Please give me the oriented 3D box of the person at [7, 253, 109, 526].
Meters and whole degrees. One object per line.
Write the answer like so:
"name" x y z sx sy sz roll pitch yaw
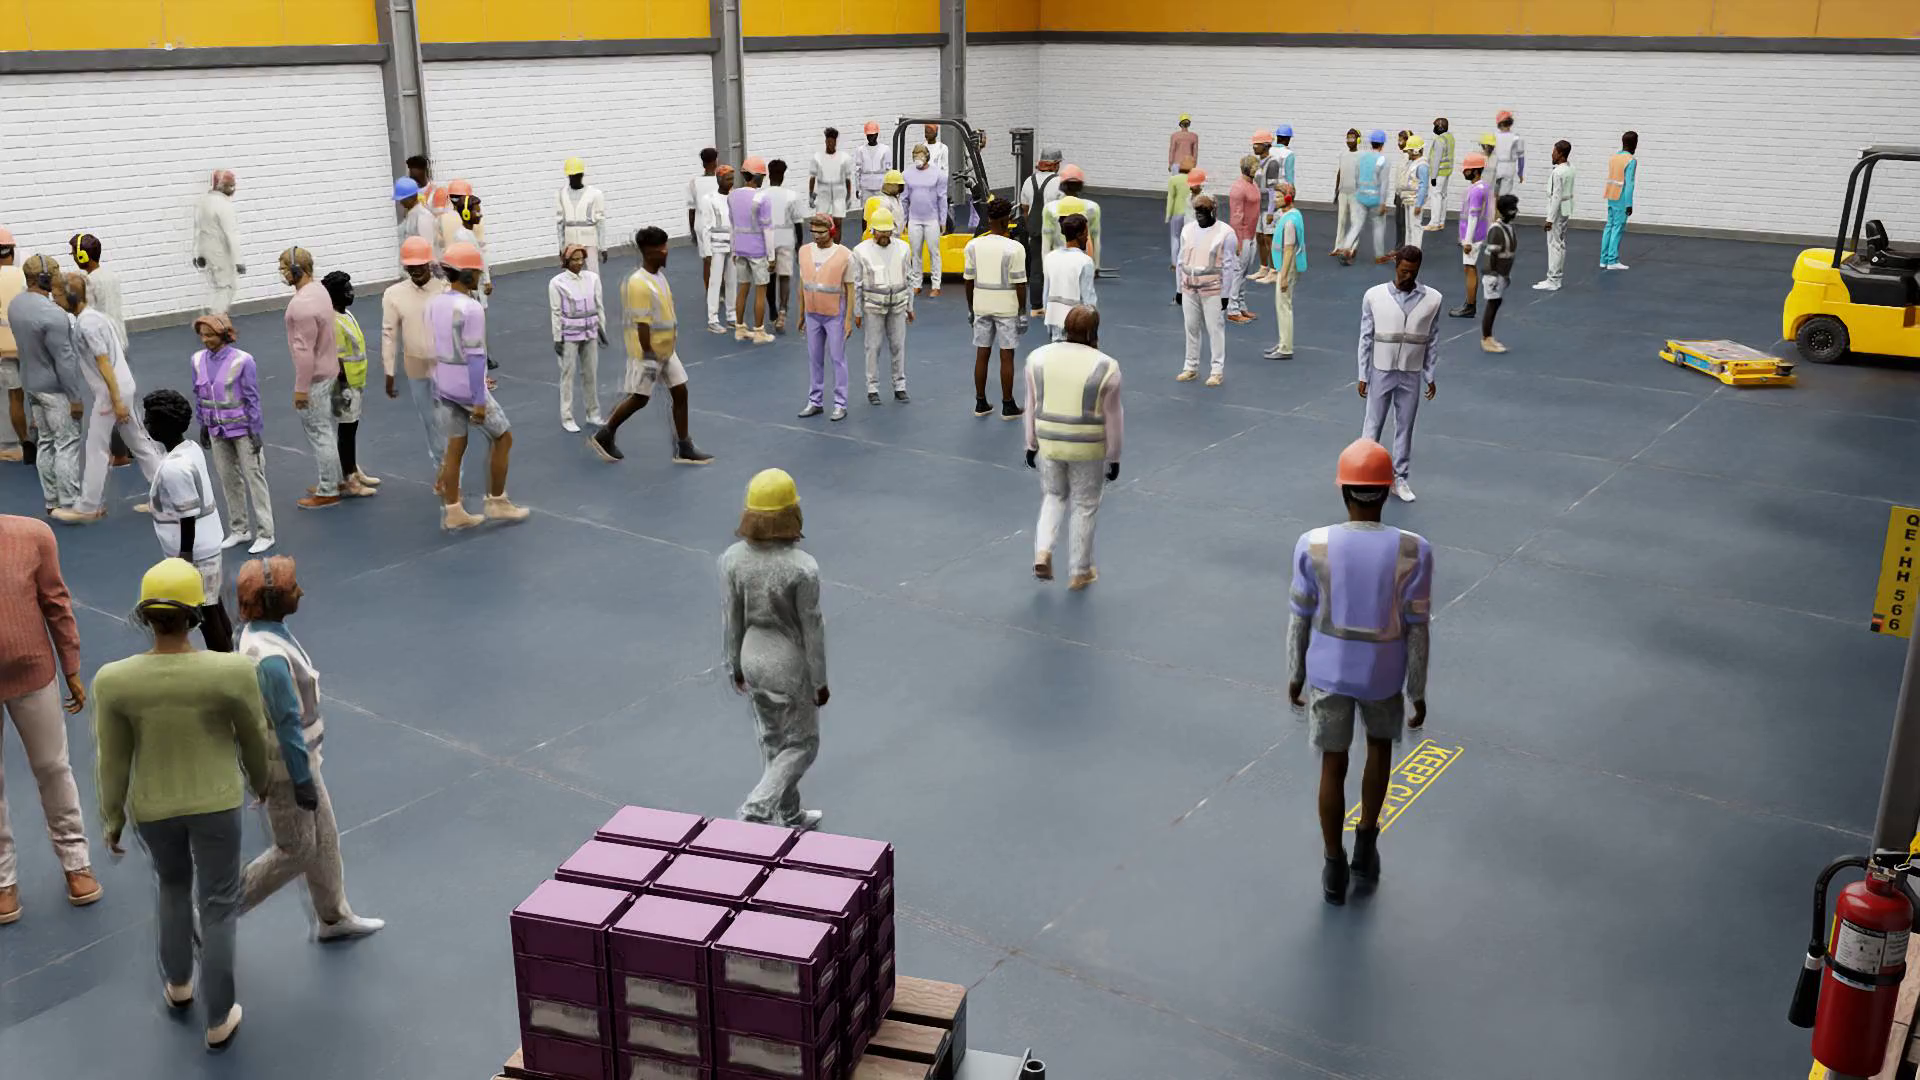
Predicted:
"person" -6.390 -1.052 11.739 0.635 1.929 0.381 12 21 33

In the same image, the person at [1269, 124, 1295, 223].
"person" 4.677 -5.093 24.357 0.415 1.939 0.603 -10 20 -27

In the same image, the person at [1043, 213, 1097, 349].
"person" 0.928 -1.787 14.041 0.391 1.920 0.587 -13 22 -35

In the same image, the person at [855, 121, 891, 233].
"person" -1.313 -5.344 25.138 0.551 1.935 0.375 1 18 2

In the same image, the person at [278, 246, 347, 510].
"person" -4.728 -1.168 12.101 0.414 1.933 0.632 -3 18 -10

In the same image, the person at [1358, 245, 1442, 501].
"person" 3.234 -1.233 12.319 0.587 1.914 0.392 0 18 -1

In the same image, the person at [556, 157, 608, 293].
"person" -4.382 -3.463 19.274 0.590 1.927 0.379 3 18 8

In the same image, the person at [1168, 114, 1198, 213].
"person" 3.984 -6.727 29.763 0.532 1.756 0.344 -3 18 -9

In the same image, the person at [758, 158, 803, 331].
"person" -2.115 -3.370 19.001 0.652 1.925 0.882 1 18 3

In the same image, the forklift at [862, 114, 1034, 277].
"forklift" -0.171 -4.594 22.377 2.313 2.155 1.214 1 18 3

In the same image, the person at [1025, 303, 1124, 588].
"person" 0.714 -0.565 10.368 0.644 1.828 0.449 9 20 25

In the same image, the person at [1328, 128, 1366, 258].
"person" 5.732 -5.096 24.471 0.521 1.874 0.328 15 23 39

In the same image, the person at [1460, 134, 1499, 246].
"person" 8.017 -5.318 25.405 0.552 1.719 0.888 -7 19 -21

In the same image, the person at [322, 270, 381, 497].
"person" -4.595 -1.172 12.478 0.317 1.697 0.529 -4 18 -11

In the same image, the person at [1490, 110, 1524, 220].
"person" 8.772 -5.937 26.920 0.608 1.990 1.018 10 20 27

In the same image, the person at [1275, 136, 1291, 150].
"person" 5.066 -5.581 26.179 0.337 1.760 0.527 1 18 2

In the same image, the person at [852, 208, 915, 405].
"person" -0.705 -2.153 15.360 0.601 1.817 0.403 -7 19 -20

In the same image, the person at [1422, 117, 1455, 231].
"person" 7.915 -6.042 27.499 0.429 1.837 0.624 12 21 32

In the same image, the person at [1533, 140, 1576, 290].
"person" 7.796 -4.231 21.689 0.392 1.919 0.590 11 21 31

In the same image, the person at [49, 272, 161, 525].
"person" -6.128 -1.001 11.807 0.876 1.785 0.535 -6 19 -19

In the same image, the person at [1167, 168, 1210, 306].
"person" 2.971 -3.700 20.369 0.696 1.720 0.576 -8 19 -22

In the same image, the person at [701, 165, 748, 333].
"person" -2.662 -3.286 18.808 0.349 1.877 0.577 16 24 41

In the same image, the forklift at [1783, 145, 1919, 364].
"forklift" 9.803 -2.879 17.013 2.313 2.155 1.214 12 21 33

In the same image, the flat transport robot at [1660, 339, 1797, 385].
"flat transport robot" 7.732 -1.811 16.780 0.652 0.197 1.431 -2 18 -5

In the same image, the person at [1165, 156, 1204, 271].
"person" 3.102 -4.498 23.034 0.530 1.598 0.713 1 18 2

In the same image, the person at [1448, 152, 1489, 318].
"person" 6.044 -3.609 19.731 0.388 1.930 0.544 6 19 19

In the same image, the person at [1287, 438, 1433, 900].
"person" 1.625 0.525 6.815 0.571 1.912 0.564 5 18 14

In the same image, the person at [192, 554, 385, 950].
"person" -2.615 0.847 6.277 0.633 1.619 0.514 -7 19 -22

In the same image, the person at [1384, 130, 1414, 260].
"person" 6.442 -5.024 24.252 0.328 1.870 0.510 -1 18 -4

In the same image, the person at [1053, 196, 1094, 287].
"person" 1.038 -2.197 15.343 0.396 1.915 0.586 3 18 9

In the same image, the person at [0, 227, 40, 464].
"person" -7.497 -1.521 13.223 0.566 1.913 0.569 -5 18 -16

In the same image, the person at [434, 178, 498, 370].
"person" -4.980 -2.669 16.793 0.550 1.925 0.390 6 19 17
